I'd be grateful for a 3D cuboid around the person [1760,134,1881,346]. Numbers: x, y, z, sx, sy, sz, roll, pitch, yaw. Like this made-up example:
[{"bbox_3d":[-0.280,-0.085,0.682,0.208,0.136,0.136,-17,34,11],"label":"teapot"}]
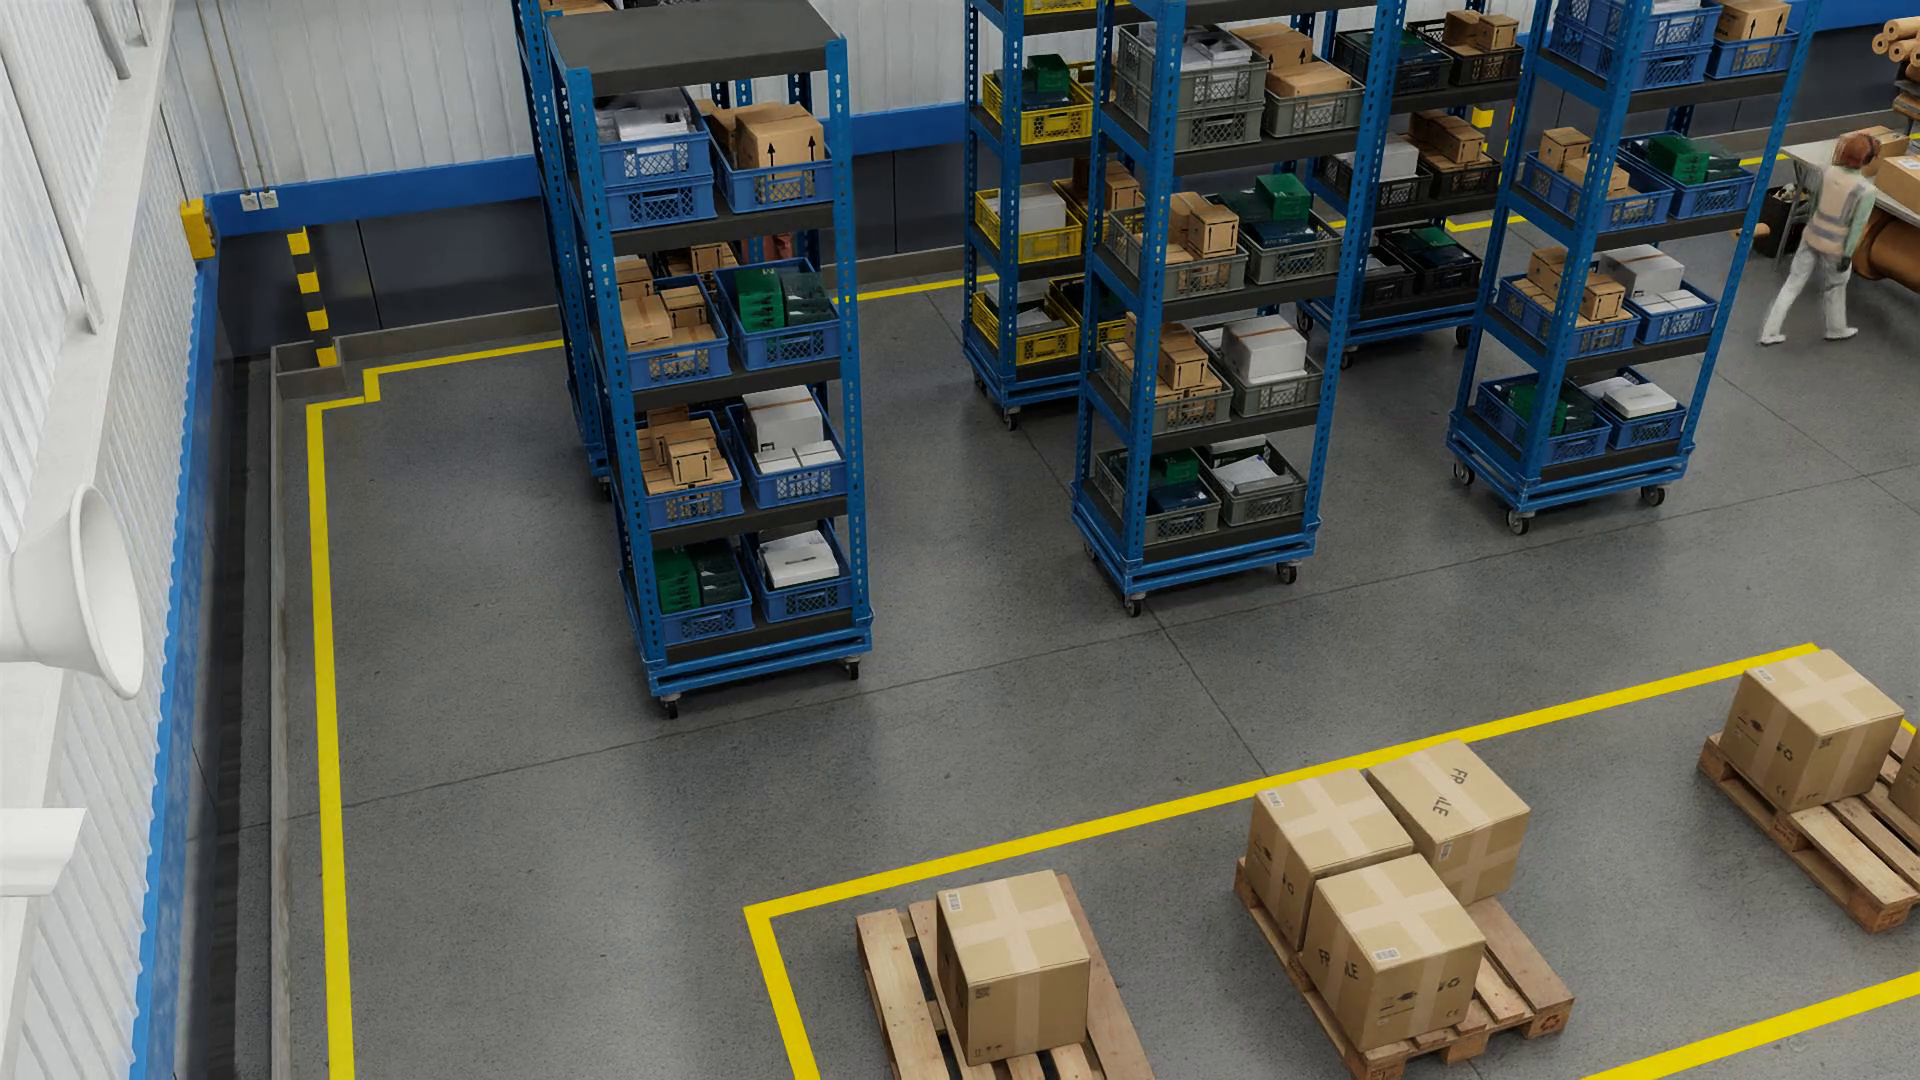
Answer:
[{"bbox_3d":[6.251,-2.139,11.919,0.775,1.592,0.525,-14,38,-19],"label":"person"}]
